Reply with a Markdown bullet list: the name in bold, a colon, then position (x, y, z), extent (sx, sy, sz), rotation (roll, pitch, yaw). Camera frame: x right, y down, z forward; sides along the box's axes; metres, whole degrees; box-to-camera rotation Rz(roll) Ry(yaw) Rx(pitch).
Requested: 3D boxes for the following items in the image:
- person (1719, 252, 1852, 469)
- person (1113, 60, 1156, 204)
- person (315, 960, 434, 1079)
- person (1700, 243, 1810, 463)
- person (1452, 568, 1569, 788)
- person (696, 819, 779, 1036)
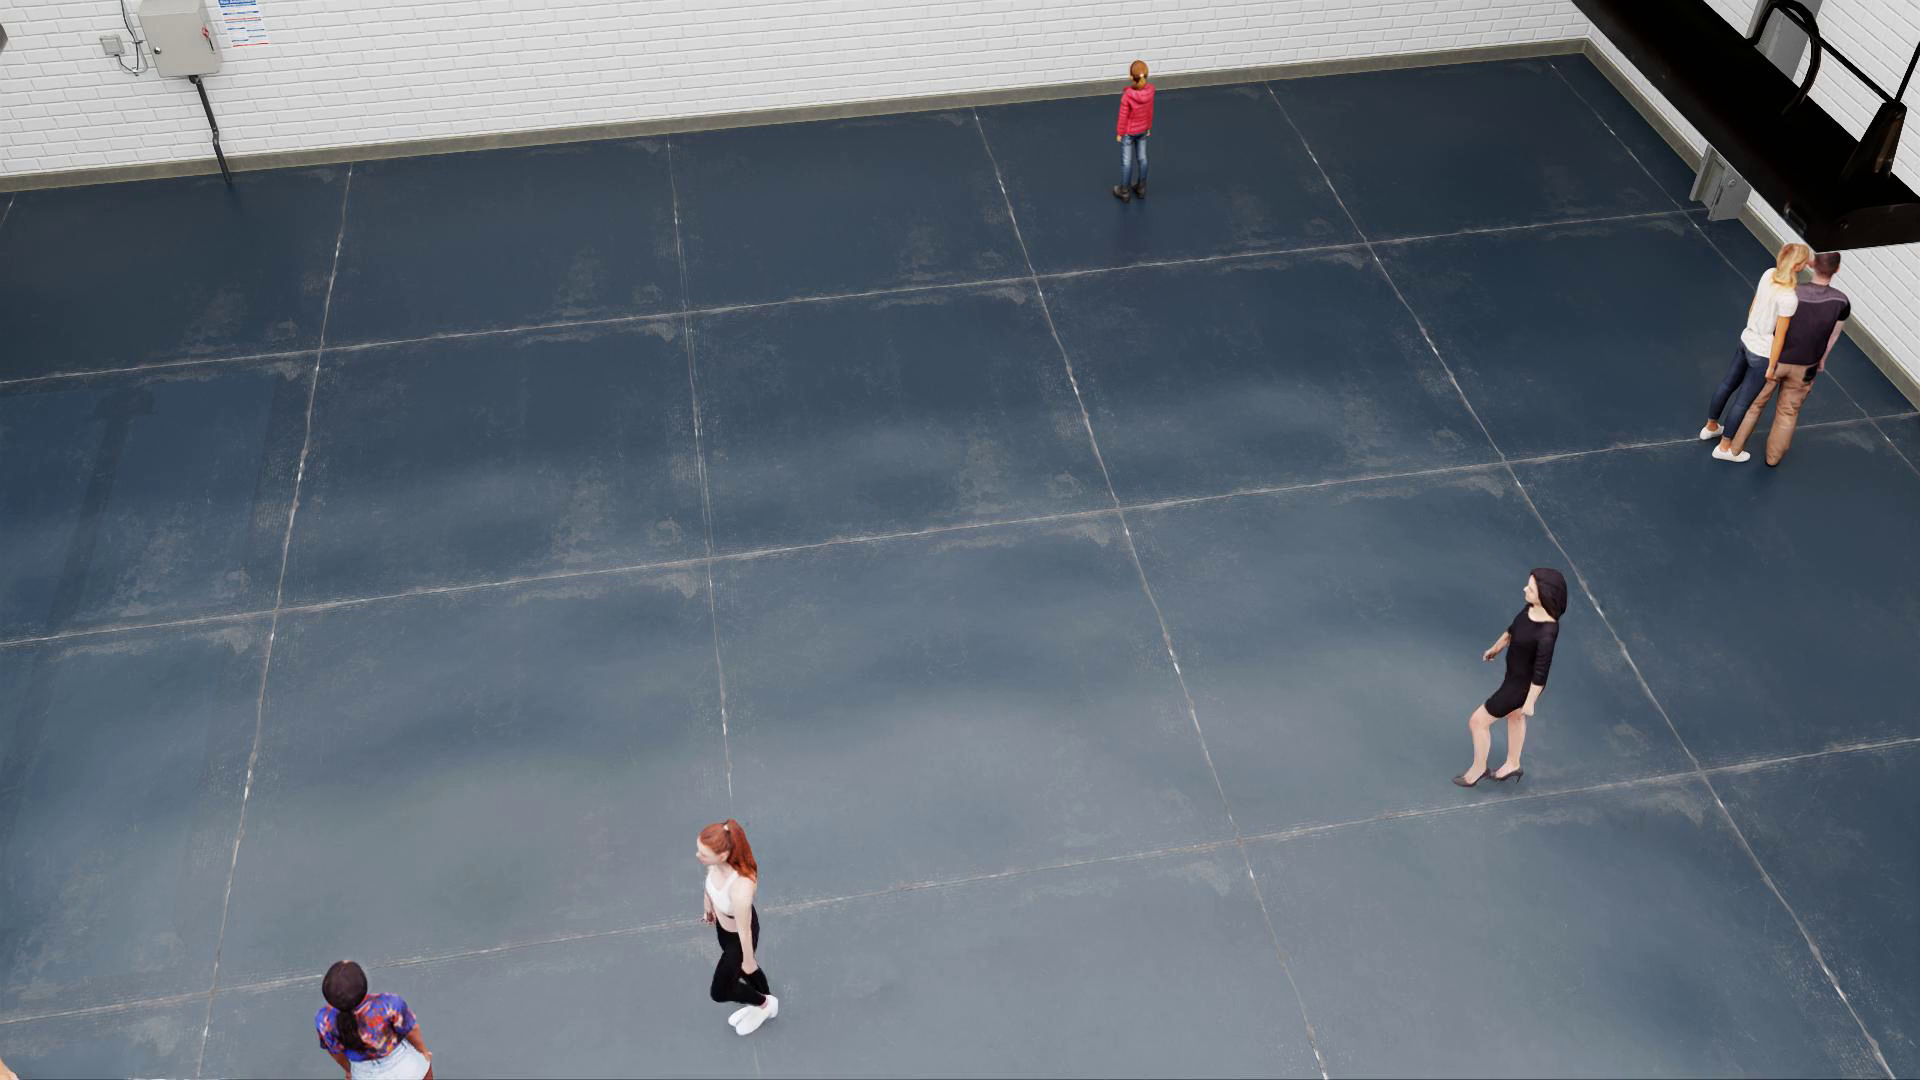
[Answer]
- **person**: position (5.973, -1.315, 11.979), extent (0.770, 1.844, 0.761), rotation (13, 45, 13)
- **person**: position (1.561, -3.636, 14.799), extent (0.561, 1.314, 0.573), rotation (-21, 47, -20)
- **person**: position (-2.759, 2.541, 8.005), extent (0.596, 1.742, 0.526), rotation (-10, 45, -10)
- **person**: position (5.780, -1.377, 12.070), extent (0.667, 1.809, 0.465), rotation (-3, 44, -3)
- **person**: position (3.368, 0.857, 9.743), extent (0.792, 1.783, 0.721), rotation (13, 45, 13)
- **person**: position (-1.065, 1.994, 8.586), extent (0.718, 1.732, 0.596), rotation (-17, 46, -17)
